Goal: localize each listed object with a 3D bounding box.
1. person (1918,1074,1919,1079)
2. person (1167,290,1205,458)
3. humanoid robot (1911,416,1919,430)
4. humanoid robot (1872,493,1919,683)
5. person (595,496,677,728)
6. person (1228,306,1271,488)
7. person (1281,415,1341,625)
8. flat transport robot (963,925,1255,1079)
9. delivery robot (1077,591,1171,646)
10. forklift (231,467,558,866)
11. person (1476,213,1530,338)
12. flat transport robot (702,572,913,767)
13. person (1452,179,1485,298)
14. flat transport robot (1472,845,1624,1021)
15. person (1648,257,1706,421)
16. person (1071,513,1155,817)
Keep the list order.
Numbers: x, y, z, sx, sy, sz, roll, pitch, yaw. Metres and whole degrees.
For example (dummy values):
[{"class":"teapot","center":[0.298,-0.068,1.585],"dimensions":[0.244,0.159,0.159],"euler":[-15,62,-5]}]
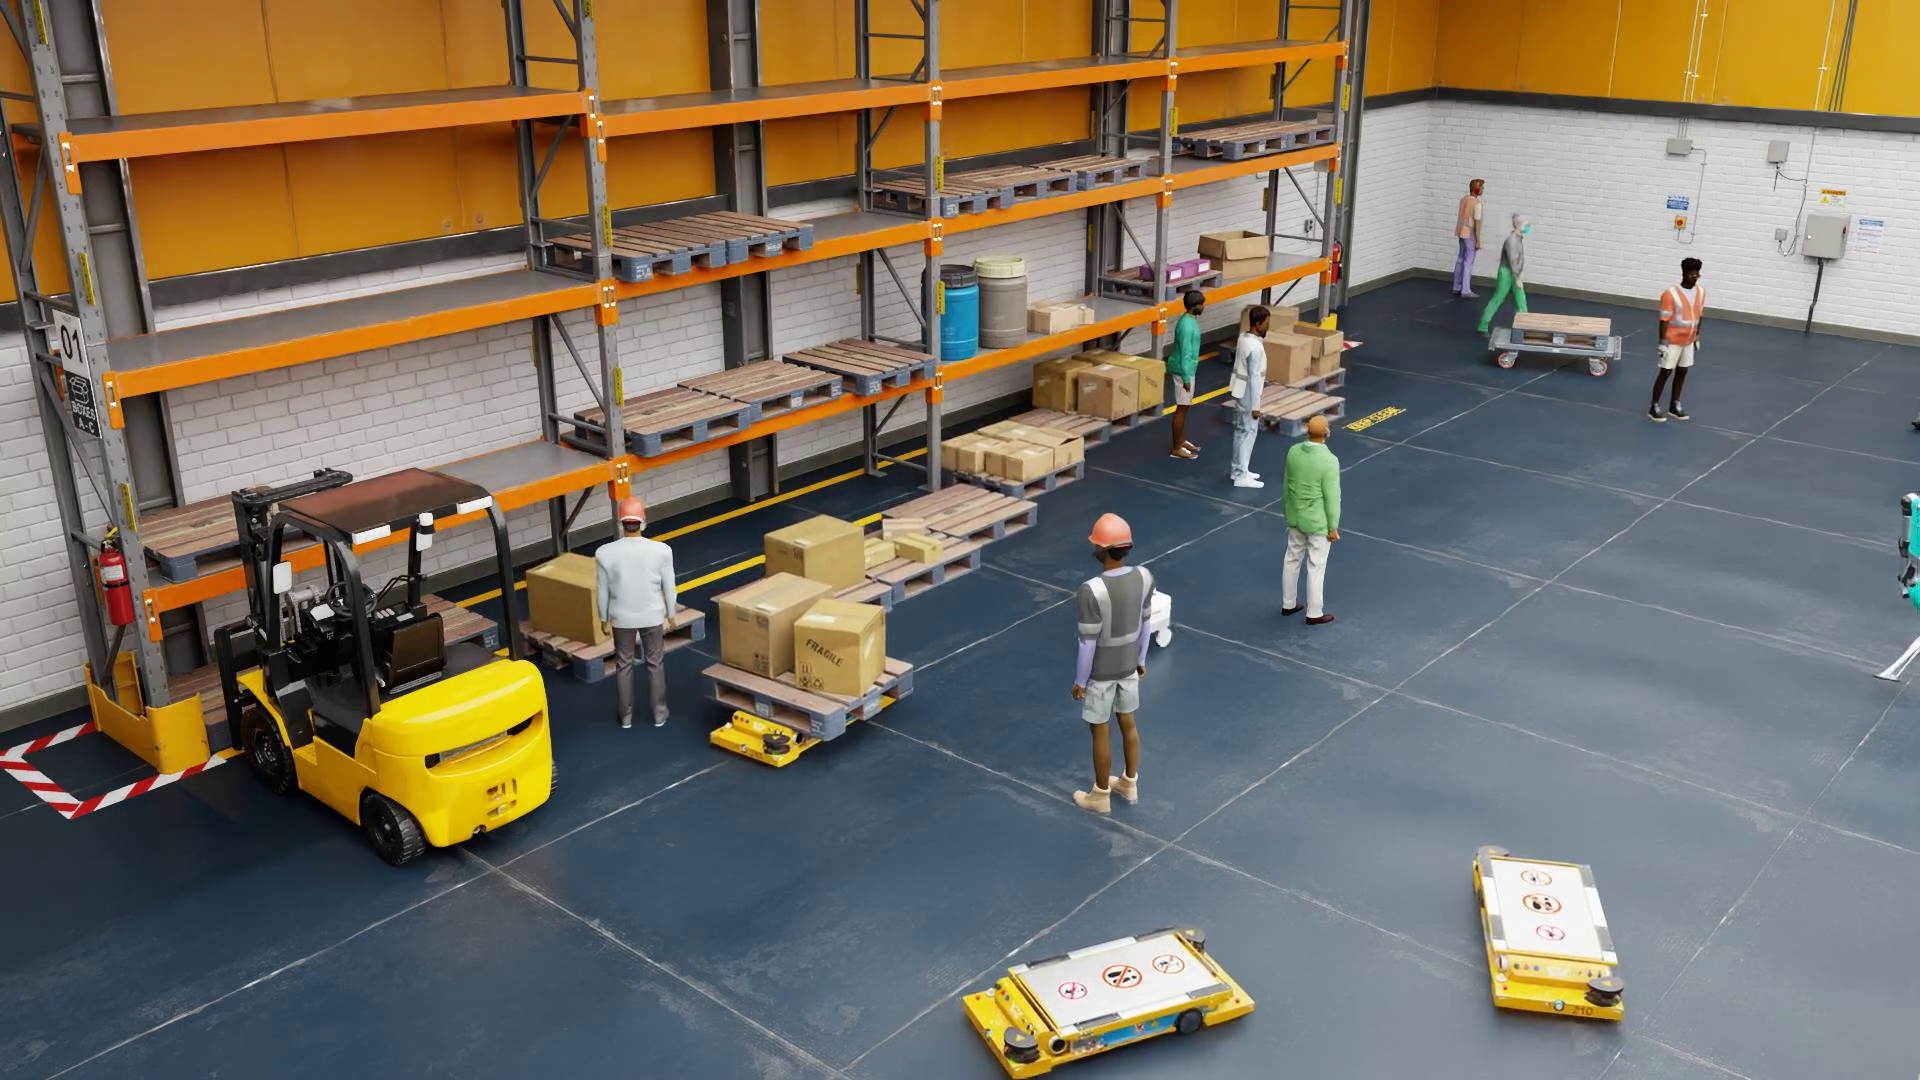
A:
[{"class":"person","center":[4.992,1.911,7.985],"dimensions":[0.627,1.932,0.367],"euler":[-9,22,-23]},{"class":"person","center":[2.465,-1.821,18.215],"dimensions":[0.404,1.843,0.496],"euler":[4,21,11]},{"class":"humanoid robot","center":[11.402,-2.036,19.111],"dimensions":[0.743,1.655,0.589],"euler":[-9,22,-23]},{"class":"humanoid robot","center":[7.495,0.325,12.600],"dimensions":[1.035,1.715,0.556],"euler":[-7,21,-19]},{"class":"person","center":[-2.331,0.522,12.008],"dimensions":[0.572,1.742,0.352],"euler":[-4,21,-10]},{"class":"person","center":[2.988,-1.482,17.207],"dimensions":[0.400,1.909,0.598],"euler":[-1,20,-4]},{"class":"person","center":[2.919,-0.169,13.823],"dimensions":[0.384,1.782,0.551],"euler":[-16,26,-37]},{"class":"flat transport robot","center":[0.796,2.453,8.904],"dimensions":[1.431,0.231,0.659],"euler":[-9,22,-22]},{"class":"delivery robot","center":[1.355,0.650,13.371],"dimensions":[0.793,0.590,0.499],"euler":[-17,26,-39]},{"class":"forklift","center":[-3.730,0.710,10.856],"dimensions":[2.313,2.155,1.214],"euler":[17,26,38]},{"class":"person","center":[7.795,-3.690,23.358],"dimensions":[0.955,1.792,0.518],"euler":[13,24,32]},{"class":"flat transport robot","center":[-1.107,1.237,12.200],"dimensions":[0.659,0.231,1.431],"euler":[14,24,33]},{"class":"person","center":[7.984,-4.740,26.118],"dimensions":[0.375,1.843,0.571],"euler":[-5,21,-12]},{"class":"flat transport robot","center":[3.340,2.223,9.527],"dimensions":[0.659,0.231,1.431],"euler":[4,21,11]},{"class":"person","center":[8.432,-2.357,19.511],"dimensions":[0.608,1.955,0.368],"euler":[-8,22,-21]},{"class":"person","center":[0.960,0.807,10.808],"dimensions":[0.613,2.040,0.388],"euler":[-15,25,-35]}]
